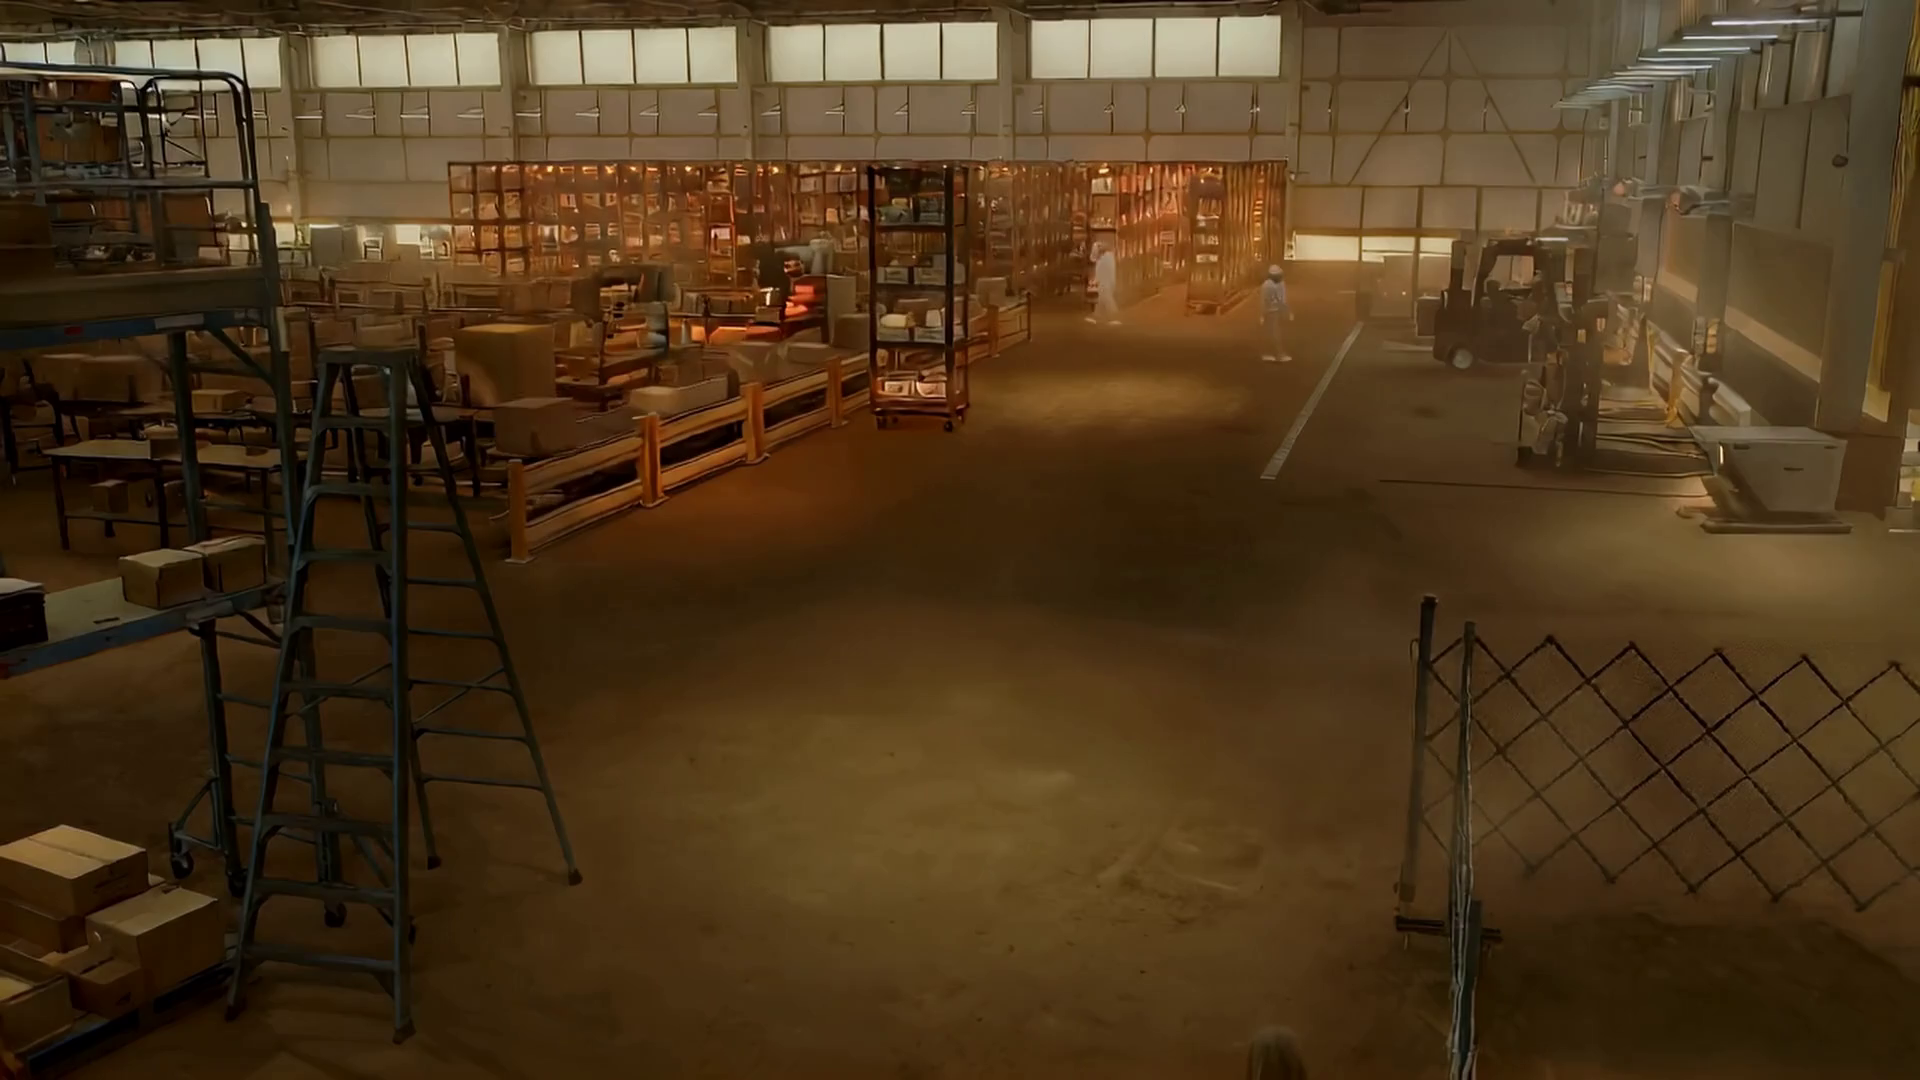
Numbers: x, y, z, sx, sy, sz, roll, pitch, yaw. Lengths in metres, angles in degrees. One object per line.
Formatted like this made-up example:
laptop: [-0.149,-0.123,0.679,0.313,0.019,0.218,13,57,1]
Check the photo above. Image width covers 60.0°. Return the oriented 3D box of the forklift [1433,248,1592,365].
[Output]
forklift: [9.780,-4.111,29.280,2.680,1.987,1.157,3,13,14]

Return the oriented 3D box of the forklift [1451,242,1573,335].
forklift: [10.464,-4.597,31.405,2.680,1.987,1.157,4,14,16]

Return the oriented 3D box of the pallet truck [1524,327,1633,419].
pallet truck: [9.065,-2.460,24.370,1.522,1.261,0.704,3,13,14]

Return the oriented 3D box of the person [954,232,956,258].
person: [-0.278,-8.522,49.380,0.448,1.827,0.589,6,14,25]

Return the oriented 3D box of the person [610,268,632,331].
person: [-6.185,-4.079,30.350,0.518,1.757,0.335,10,16,36]

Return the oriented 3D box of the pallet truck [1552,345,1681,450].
pallet truck: [8.641,-1.896,21.908,1.630,1.274,0.653,4,14,16]

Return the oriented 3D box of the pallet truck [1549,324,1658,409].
pallet truck: [9.824,-2.669,25.407,1.601,1.201,0.680,4,14,16]

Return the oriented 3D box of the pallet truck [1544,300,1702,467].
pallet truck: [8.263,-1.952,20.631,1.885,1.965,0.823,5,14,20]

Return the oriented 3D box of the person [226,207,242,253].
person: [-25.553,-10.705,58.483,0.416,1.987,0.607,2,13,7]

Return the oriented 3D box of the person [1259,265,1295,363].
person: [5.875,-4.142,30.556,0.600,1.787,0.887,-10,16,-36]

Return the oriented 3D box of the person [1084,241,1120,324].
person: [3.254,-5.833,37.710,0.996,1.853,0.654,7,15,29]

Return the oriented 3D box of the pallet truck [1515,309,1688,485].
pallet truck: [7.554,-1.677,19.446,1.885,1.965,0.823,3,13,14]
